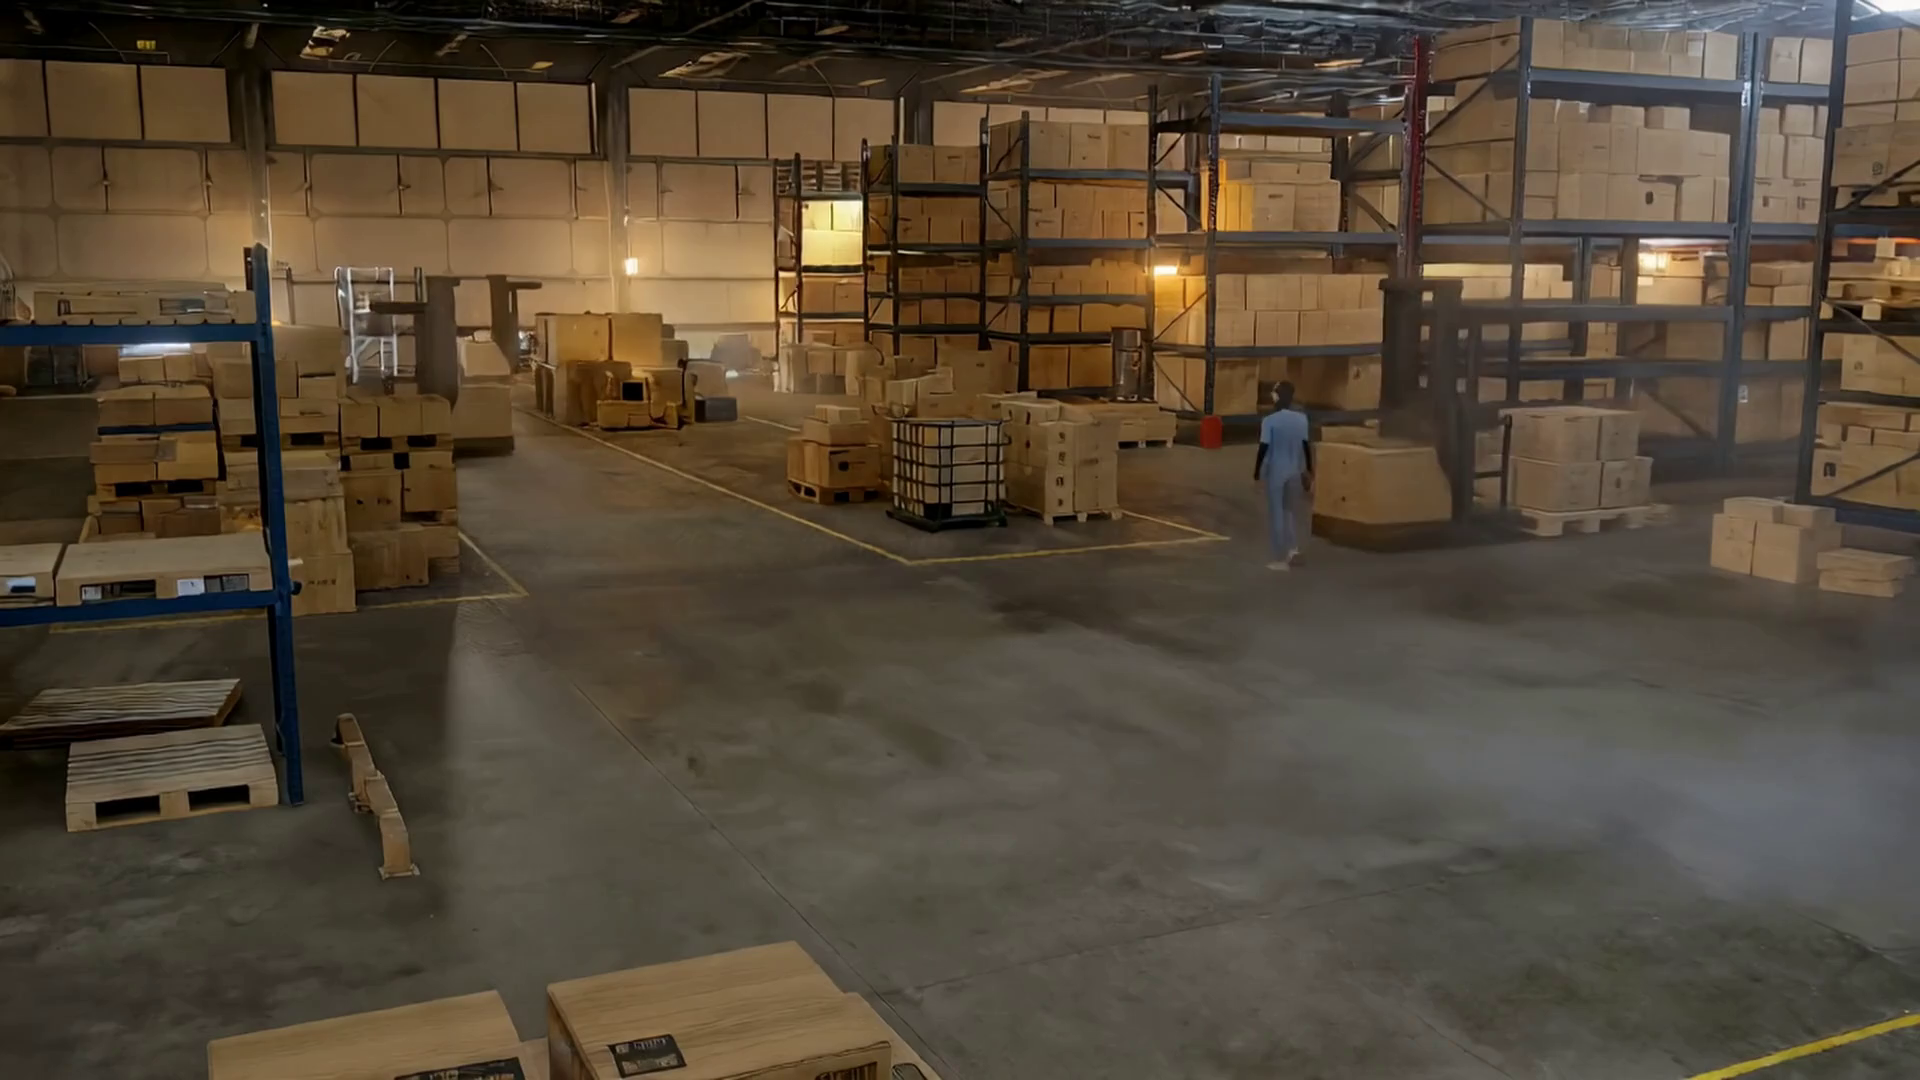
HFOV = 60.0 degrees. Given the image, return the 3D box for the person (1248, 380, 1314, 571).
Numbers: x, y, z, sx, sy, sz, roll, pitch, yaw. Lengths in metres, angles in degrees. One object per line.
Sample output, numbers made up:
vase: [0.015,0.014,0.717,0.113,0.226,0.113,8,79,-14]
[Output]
person: [3.121,-0.618,16.120,0.554,1.849,0.426,-4,10,-23]

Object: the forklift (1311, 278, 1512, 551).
forklift: [4.810,-1.378,17.636,1.873,2.768,1.129,-4,10,-25]

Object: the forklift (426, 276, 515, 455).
forklift: [-8.069,-2.737,26.069,1.873,2.768,1.129,-4,10,-25]

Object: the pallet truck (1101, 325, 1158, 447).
pallet truck: [2.881,-2.596,27.923,0.823,1.965,1.885,-1,9,-7]

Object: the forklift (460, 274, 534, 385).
forklift: [-11.703,-5.342,42.233,1.873,2.768,1.129,-4,10,-25]
